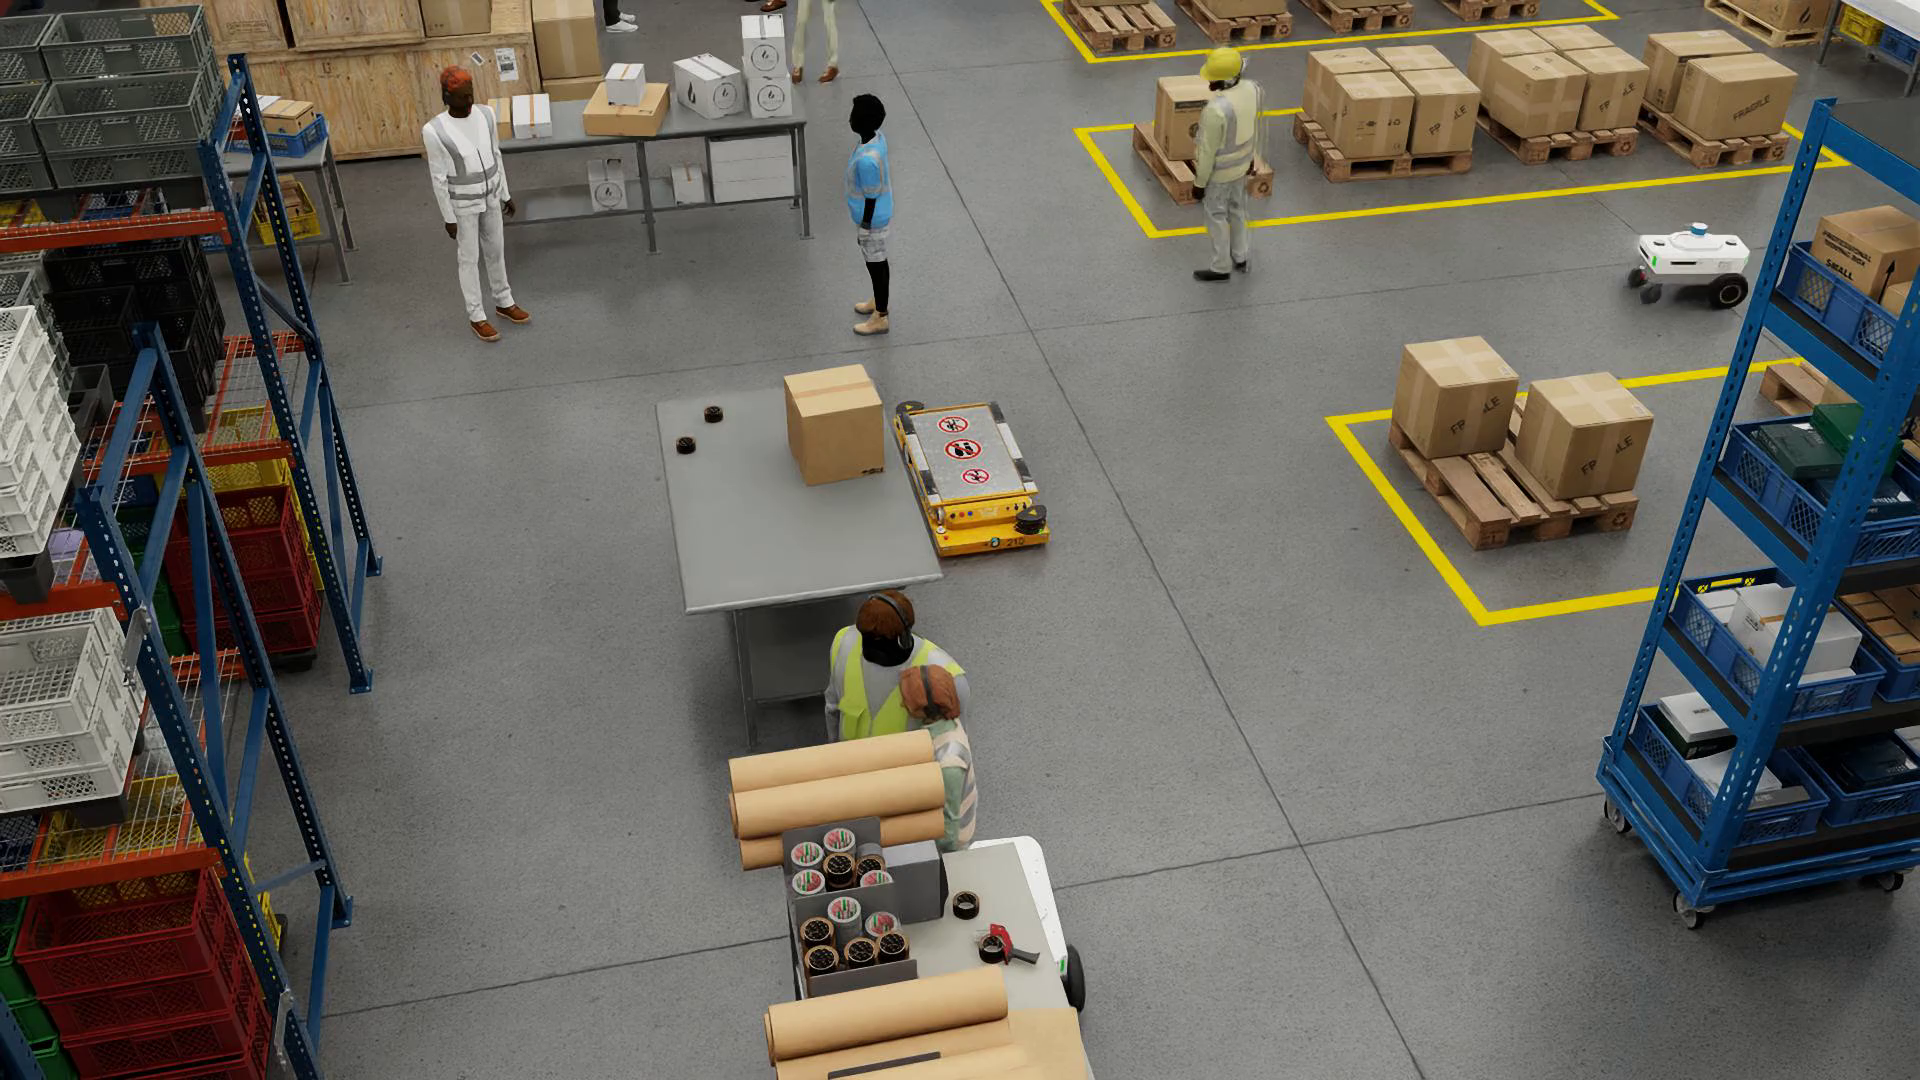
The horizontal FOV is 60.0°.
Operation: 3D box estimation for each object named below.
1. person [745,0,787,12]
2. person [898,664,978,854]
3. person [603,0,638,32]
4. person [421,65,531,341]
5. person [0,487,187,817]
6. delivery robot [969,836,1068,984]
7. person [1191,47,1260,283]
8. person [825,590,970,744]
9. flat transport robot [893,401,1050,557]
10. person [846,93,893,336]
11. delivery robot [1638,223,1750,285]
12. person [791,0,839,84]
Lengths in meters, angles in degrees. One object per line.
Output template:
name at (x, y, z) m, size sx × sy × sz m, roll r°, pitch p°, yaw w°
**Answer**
person at (-1.993, -6.287, 16.626) m, size 0.406 × 1.902 × 0.636 m, roll -20°, pitch 41°, yaw -24°
person at (-0.091, 1.152, 6.850) m, size 0.320 × 1.631 × 0.528 m, roll -8°, pitch 37°, yaw -11°
person at (-3.414, -5.905, 16.108) m, size 0.389 × 1.911 × 0.591 m, roll -9°, pitch 38°, yaw -12°
person at (-3.270, -2.276, 11.249) m, size 0.355 × 1.884 × 0.575 m, roll 23°, pitch 42°, yaw 28°
person at (-3.881, 0.503, 7.474) m, size 0.633 × 1.932 × 0.369 m, roll -1°, pitch 37°, yaw -1°
delivery robot at (0.232, 1.591, 7.081) m, size 0.477 × 0.478 × 0.707 m, roll -5°, pitch 37°, yaw -7°
person at (1.879, -2.678, 11.874) m, size 0.407 × 1.795 × 0.680 m, roll 26°, pitch 44°, yaw 30°
person at (-0.284, 0.957, 6.938) m, size 0.635 × 1.842 × 0.429 m, roll 16°, pitch 40°, yaw 21°
flat transport robot at (0.046, -0.430, 10.108) m, size 0.652 × 0.197 × 1.431 m, roll -8°, pitch 37°, yaw -10°
person at (-0.613, -2.217, 11.321) m, size 0.318 × 1.700 × 0.534 m, roll 0°, pitch 37°, yaw 0°
delivery robot at (5.261, -2.043, 11.965) m, size 0.707 × 0.478 × 0.477 m, roll 0°, pitch 37°, yaw 0°
person at (-1.299, -5.060, 15.017) m, size 0.525 × 1.857 × 0.415 m, roll 5°, pitch 37°, yaw 7°
